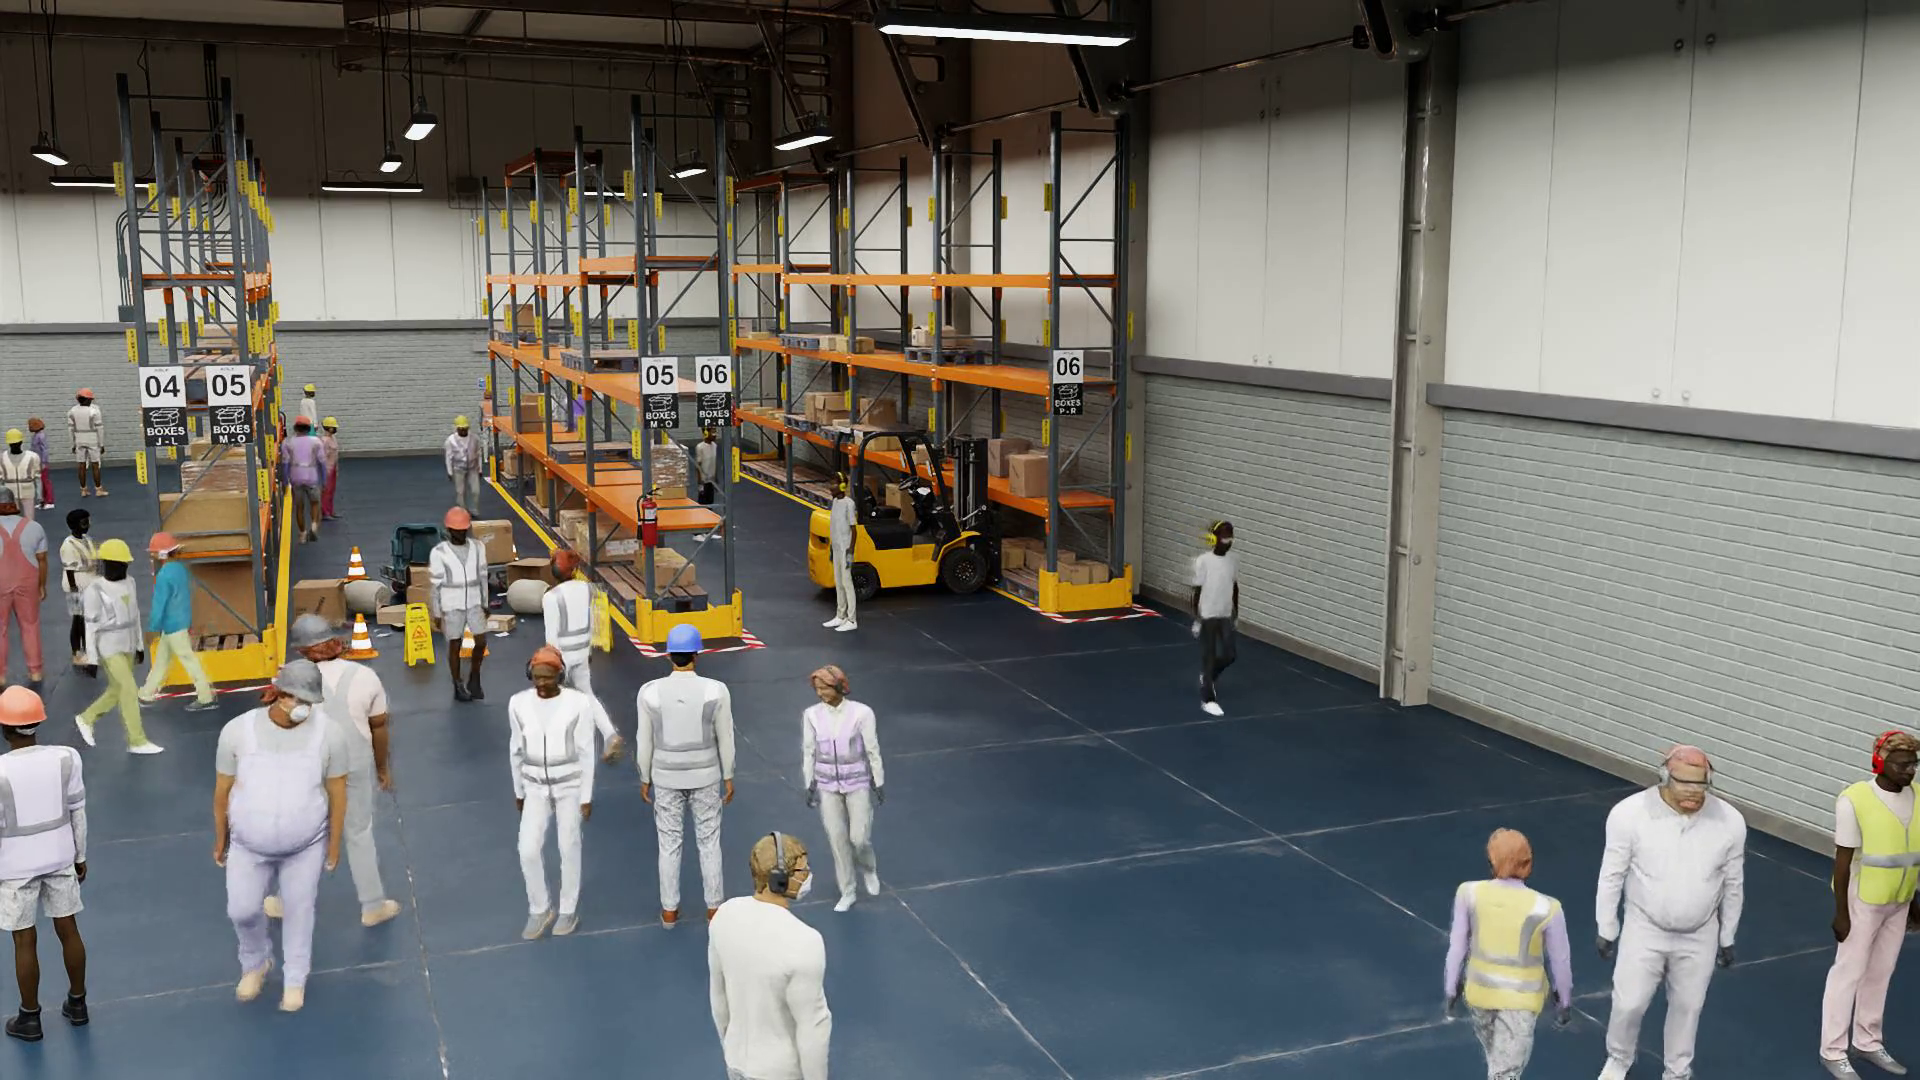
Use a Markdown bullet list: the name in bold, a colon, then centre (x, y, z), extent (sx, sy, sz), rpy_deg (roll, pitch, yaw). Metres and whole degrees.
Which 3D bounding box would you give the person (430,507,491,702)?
- **person**: centre (-4.799, 0.631, 16.038), extent (0.591, 1.919, 0.497), rpy_deg (-6, 11, -35)

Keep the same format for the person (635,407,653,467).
- **person**: centre (-6.708, -2.340, 35.679), extent (0.414, 1.616, 0.514), rpy_deg (7, 12, 39)

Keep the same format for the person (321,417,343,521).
- **person**: centre (-10.637, -1.204, 28.136), extent (0.348, 1.759, 0.518), rpy_deg (-1, 9, -4)

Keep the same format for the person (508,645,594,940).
- **person**: centre (-2.537, 1.575, 10.311), extent (0.569, 1.863, 0.556), rpy_deg (1, 9, 4)

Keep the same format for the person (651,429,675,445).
- **person**: centre (-5.044, -1.182, 28.391), extent (0.498, 1.622, 0.417), rpy_deg (-5, 10, -27)

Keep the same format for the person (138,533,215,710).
- **person**: centre (-7.532, 0.785, 15.715), extent (0.885, 1.705, 0.581), rpy_deg (-2, 9, -12)

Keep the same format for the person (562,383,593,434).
- **person**: centre (-8.236, -2.457, 35.820), extent (0.662, 1.820, 0.608), rpy_deg (-2, 9, -11)

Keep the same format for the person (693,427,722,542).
- **person**: centre (-3.933, -0.902, 25.934), extent (0.361, 1.856, 0.529), rpy_deg (5, 10, 27)

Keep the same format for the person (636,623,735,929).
- **person**: centre (-1.730, 1.494, 10.544), extent (0.612, 1.943, 0.404), rpy_deg (-1, 9, -4)

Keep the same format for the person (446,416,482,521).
- **person**: centre (-8.208, -1.155, 27.654), extent (0.605, 1.806, 0.686), rpy_deg (-5, 10, -29)

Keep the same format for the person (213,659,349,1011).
- **person**: centre (-3.804, 1.636, 9.351), extent (0.729, 2.000, 0.539), rpy_deg (-3, 10, -20)

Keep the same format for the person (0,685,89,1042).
- **person**: centre (-5.020, 1.739, 9.015), extent (0.351, 1.942, 0.545), rpy_deg (8, 12, 40)

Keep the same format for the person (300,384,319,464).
- **person**: centre (-14.233, -2.530, 36.439), extent (0.528, 1.765, 0.328), rpy_deg (7, 12, 39)

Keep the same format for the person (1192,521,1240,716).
- **person**: centre (2.402, 0.716, 15.725), extent (0.540, 1.851, 0.479), rpy_deg (-4, 10, -24)

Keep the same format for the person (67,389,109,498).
- **person**: centre (-16.254, -1.799, 30.998), extent (0.607, 2.033, 0.403), rpy_deg (0, 9, -3)

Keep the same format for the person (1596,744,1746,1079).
- **person**: centre (3.468, 1.903, 8.147), extent (0.670, 1.897, 0.451), rpy_deg (1, 9, 8)

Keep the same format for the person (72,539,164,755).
- **person**: centre (-7.334, 0.911, 14.358), extent (0.850, 1.890, 0.590), rpy_deg (1, 9, 9)

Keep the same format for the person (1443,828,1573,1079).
- **person**: centre (2.538, 2.124, 7.712), extent (0.525, 1.578, 0.908), rpy_deg (8, 12, 42)

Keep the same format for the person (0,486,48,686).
- **person**: centre (-9.626, 0.444, 16.852), extent (0.685, 2.000, 0.535), rpy_deg (-8, 12, -41)

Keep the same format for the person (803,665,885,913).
- **person**: centre (-0.755, 1.609, 10.873), extent (0.547, 1.610, 0.403), rpy_deg (3, 9, 15)

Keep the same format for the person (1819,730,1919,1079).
- **person**: centre (4.694, 1.860, 8.550), extent (0.568, 1.843, 0.374), rpy_deg (-4, 10, -21)

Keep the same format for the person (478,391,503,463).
- **person**: centre (-10.353, -2.503, 36.666), extent (0.514, 1.639, 0.309), rpy_deg (1, 9, 9)

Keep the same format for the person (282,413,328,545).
- **person**: centre (-10.083, -0.936, 25.599), extent (0.648, 2.018, 0.469), rpy_deg (-3, 10, -18)

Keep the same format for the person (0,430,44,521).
- **person**: centre (-13.648, -0.646, 24.128), extent (0.587, 1.919, 0.444), rpy_deg (-4, 10, -24)

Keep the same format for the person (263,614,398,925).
- **person**: centre (-4.036, 1.437, 10.604), extent (0.757, 2.000, 0.663), rpy_deg (-7, 11, -37)

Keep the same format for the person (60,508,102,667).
- **person**: centre (-9.306, 0.502, 17.603), extent (0.319, 1.688, 0.539), rpy_deg (-1, 9, -6)

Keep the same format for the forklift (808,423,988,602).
- **forklift**: centre (-0.830, -0.399, 21.676), extent (2.313, 2.155, 1.214), rpy_deg (-4, 10, -21)

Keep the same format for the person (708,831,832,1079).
- **person**: centre (-0.747, 2.113, 6.676), extent (0.629, 1.937, 0.378), rpy_deg (9, 12, 43)

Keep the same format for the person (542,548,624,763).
- **person**: centre (-3.260, 0.983, 14.062), extent (0.872, 1.858, 0.581), rpy_deg (6, 11, 34)

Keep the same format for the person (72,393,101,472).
- **person**: centre (-18.357, -2.279, 34.949), extent (0.577, 1.737, 0.354), rpy_deg (-2, 9, -13)

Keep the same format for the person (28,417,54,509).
- **person**: centre (-16.295, -1.357, 29.466), extent (0.283, 1.631, 0.503), rpy_deg (-8, 12, -43)

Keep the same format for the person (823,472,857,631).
- **person**: centre (-1.389, 0.129, 19.385), extent (0.311, 1.865, 0.532), rpy_deg (-5, 10, -30)
